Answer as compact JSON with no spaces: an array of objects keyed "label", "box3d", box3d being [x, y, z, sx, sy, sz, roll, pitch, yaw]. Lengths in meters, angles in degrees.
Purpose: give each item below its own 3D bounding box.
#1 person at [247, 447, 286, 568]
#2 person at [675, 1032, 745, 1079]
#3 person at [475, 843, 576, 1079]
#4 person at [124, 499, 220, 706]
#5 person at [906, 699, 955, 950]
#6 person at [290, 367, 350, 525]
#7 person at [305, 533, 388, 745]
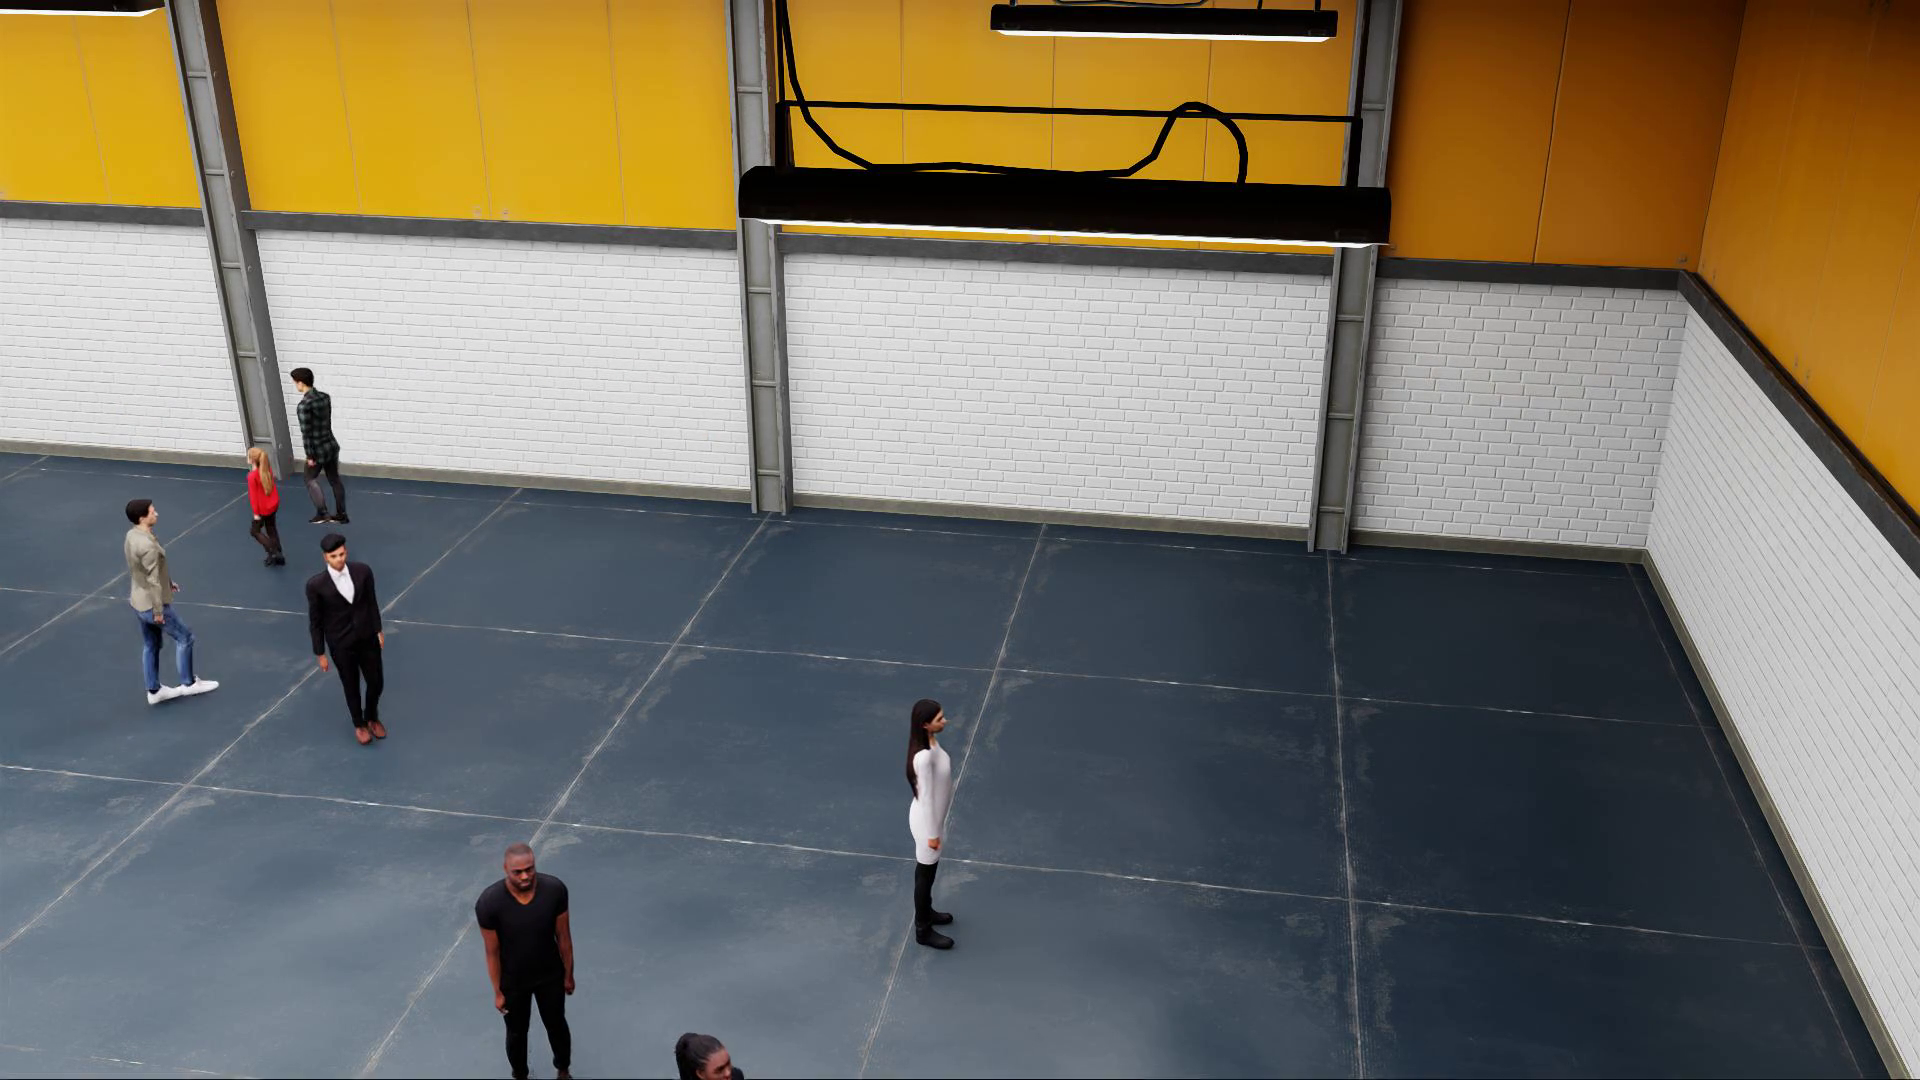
[{"label":"person","box3d":[-6.941,-0.317,16.701,0.518,1.274,0.511,6,24,13]},{"label":"person","box3d":[-1.247,3.148,8.238,1.176,1.703,0.845,12,26,25]},{"label":"person","box3d":[-2.477,2.504,9.571,0.683,1.815,0.808,-8,25,-19]},{"label":"person","box3d":[-6.889,0.552,14.002,0.966,1.844,0.909,-21,31,-40]},{"label":"person","box3d":[-0.217,1.861,11.051,0.583,1.809,0.638,0,24,1]},{"label":"person","box3d":[-6.536,-0.956,17.201,0.707,1.696,0.751,6,24,14]},{"label":"person","box3d":[-4.960,0.765,13.484,0.818,1.869,0.873,-16,28,-33]}]
